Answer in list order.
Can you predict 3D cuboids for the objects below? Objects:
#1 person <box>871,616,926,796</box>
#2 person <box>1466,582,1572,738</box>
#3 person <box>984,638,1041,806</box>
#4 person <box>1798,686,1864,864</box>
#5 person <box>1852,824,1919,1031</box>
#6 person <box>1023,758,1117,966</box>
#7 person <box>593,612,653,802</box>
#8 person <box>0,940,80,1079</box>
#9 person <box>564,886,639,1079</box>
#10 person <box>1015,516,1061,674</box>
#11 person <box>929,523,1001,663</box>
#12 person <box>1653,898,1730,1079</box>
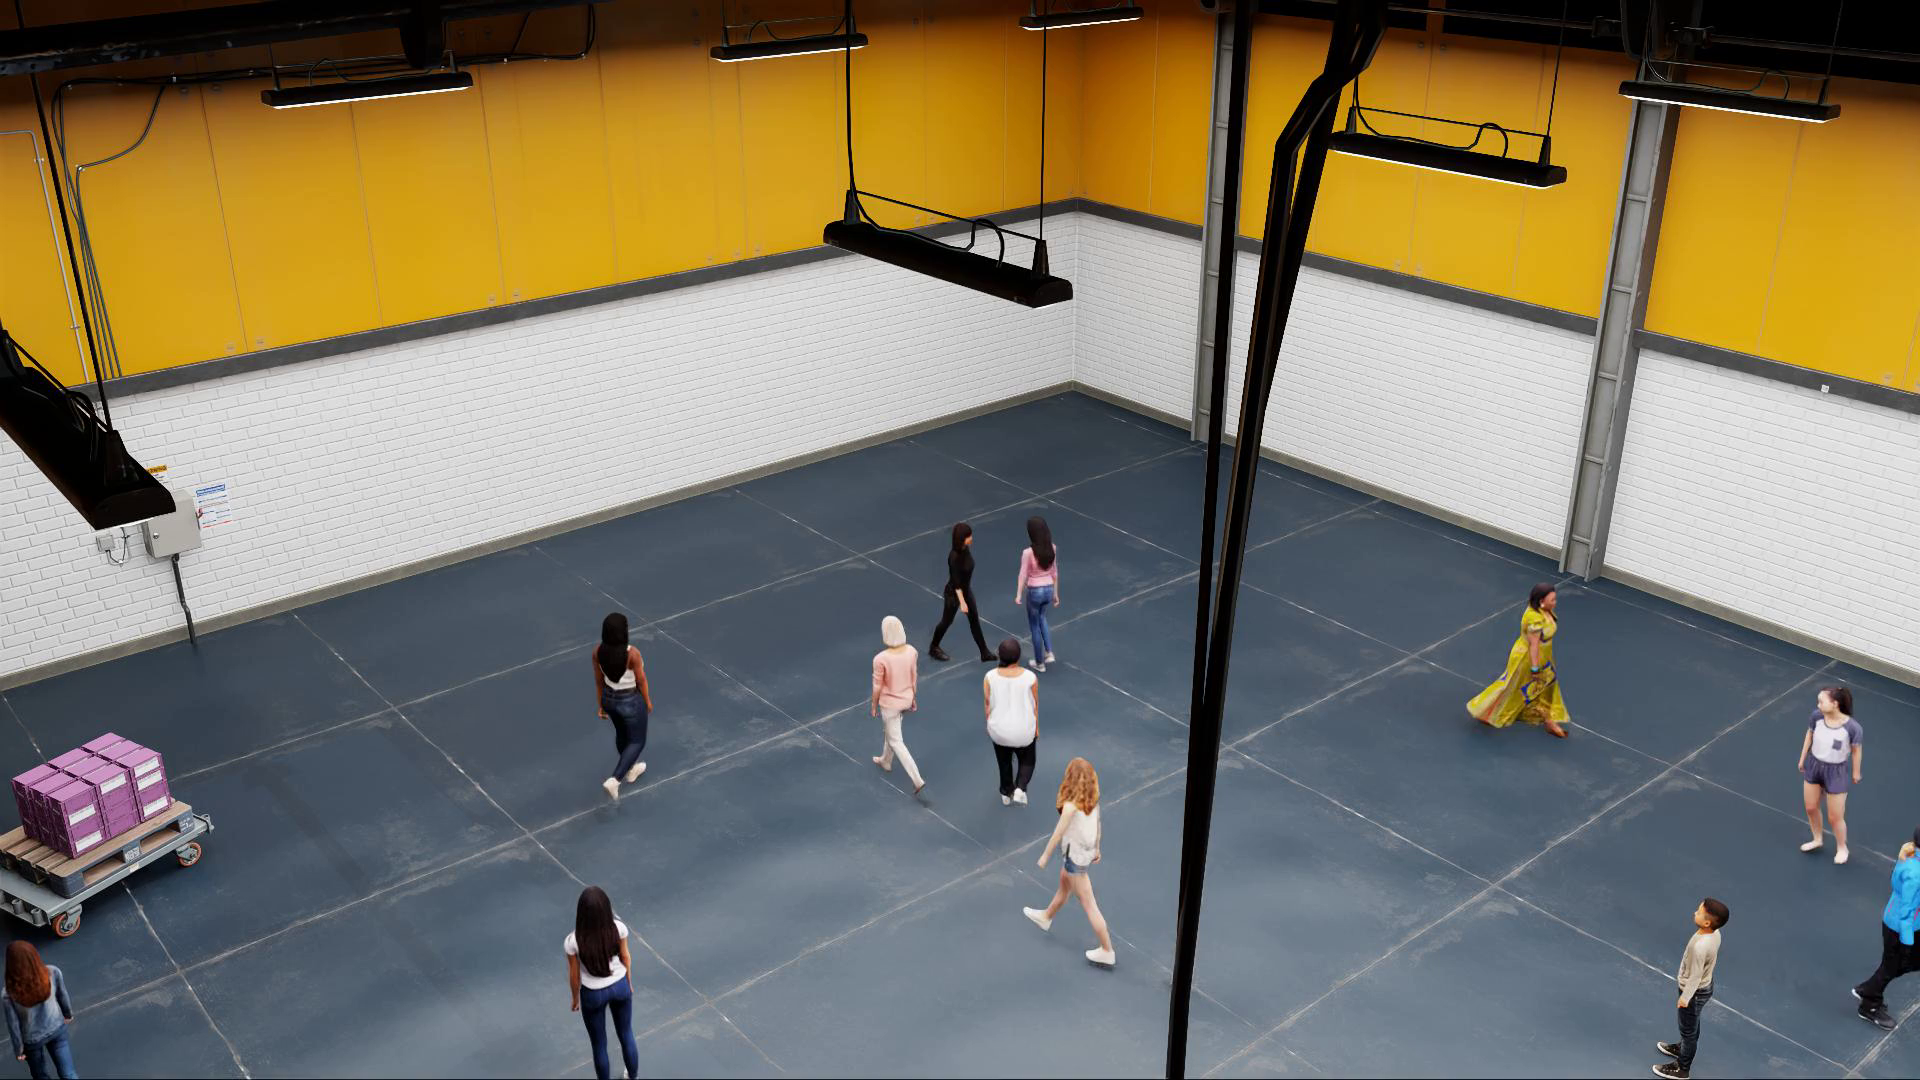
[{"bbox_3d":[-0.544,1.536,15.296,0.659,1.689,1.138,-16,28,-32],"label":"person"},{"bbox_3d":[5.468,1.172,16.225,1.326,1.613,1.050,12,26,25],"label":"person"},{"bbox_3d":[0.464,1.678,14.983,0.796,1.680,0.871,5,24,12],"label":"person"},{"bbox_3d":[7.524,2.002,14.307,0.575,1.627,0.786,20,31,39],"label":"person"},{"bbox_3d":[6.864,2.811,12.265,0.683,1.782,0.667,20,30,38],"label":"person"},{"bbox_3d":[1.008,2.543,12.959,1.190,1.715,0.787,16,28,32],"label":"person"},{"bbox_3d":[-3.107,1.545,15.155,1.082,1.785,0.987,9,25,20],"label":"person"},{"bbox_3d":[-6.221,3.394,11.348,1.032,1.448,0.673,20,30,38],"label":"person"},{"bbox_3d":[-2.452,3.153,11.490,0.633,1.775,0.589,-12,26,-25],"label":"person"},{"bbox_3d":[0.876,0.599,17.388,0.621,1.730,0.671,-14,27,-30],"label":"person"},{"bbox_3d":[-0.088,0.579,17.597,1.097,1.599,0.826,11,26,23],"label":"person"},{"bbox_3d":[5.231,3.174,11.829,0.604,1.464,0.618,14,27,28],"label":"person"}]
